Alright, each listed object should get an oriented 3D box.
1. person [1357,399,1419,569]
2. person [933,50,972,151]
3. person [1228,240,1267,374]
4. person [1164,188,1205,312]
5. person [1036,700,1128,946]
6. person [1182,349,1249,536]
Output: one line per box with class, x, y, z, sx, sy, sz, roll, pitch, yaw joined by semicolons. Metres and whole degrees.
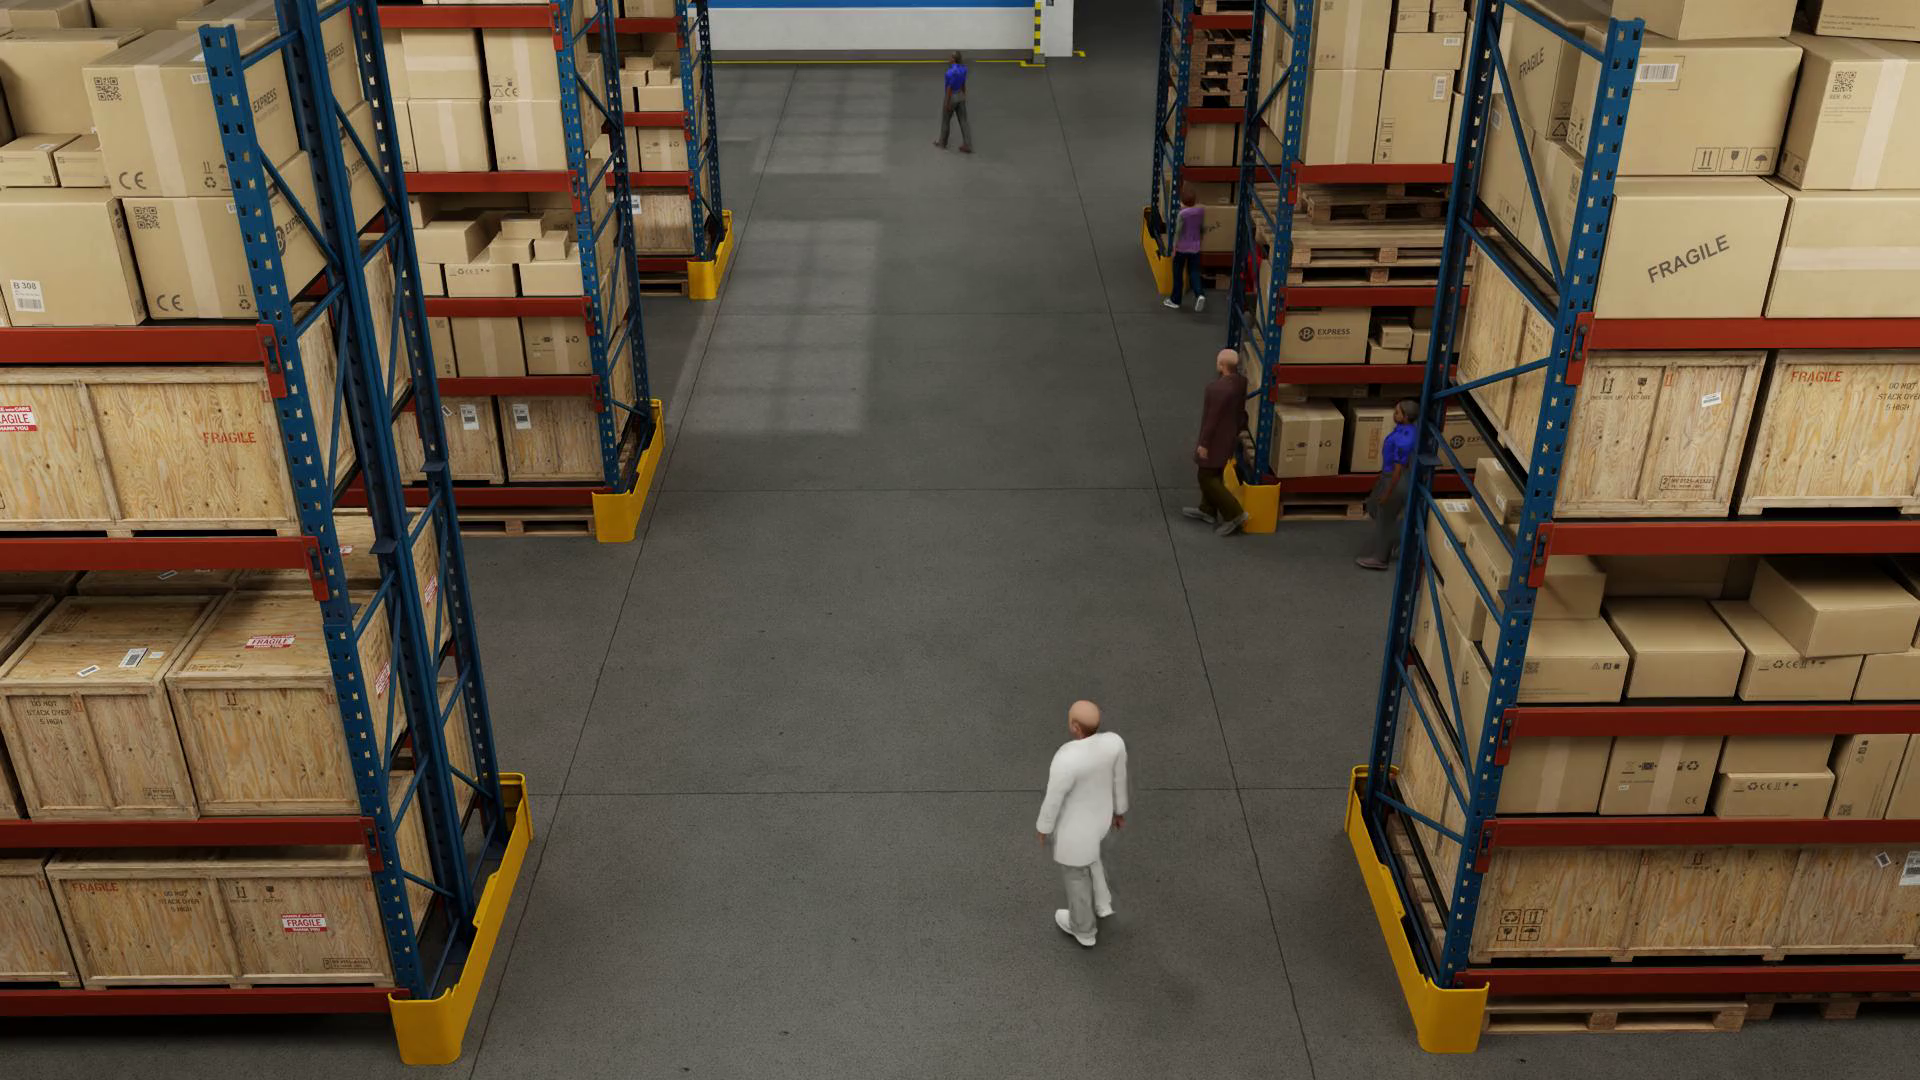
person;3.876;-0.499;14.931;0.435;1.653;0.467;9;29;16
person;-0.126;-7.309;27.625;0.440;1.654;0.751;-24;36;-37
person;3.254;-2.717;18.997;0.425;1.770;0.554;2;28;4
person;2.859;-3.620;20.809;0.439;1.588;0.697;-9;30;-16
person;0.754;1.760;10.559;0.615;1.781;0.481;-19;34;-31
person;2.457;-0.931;15.620;0.723;1.795;0.604;17;33;28
